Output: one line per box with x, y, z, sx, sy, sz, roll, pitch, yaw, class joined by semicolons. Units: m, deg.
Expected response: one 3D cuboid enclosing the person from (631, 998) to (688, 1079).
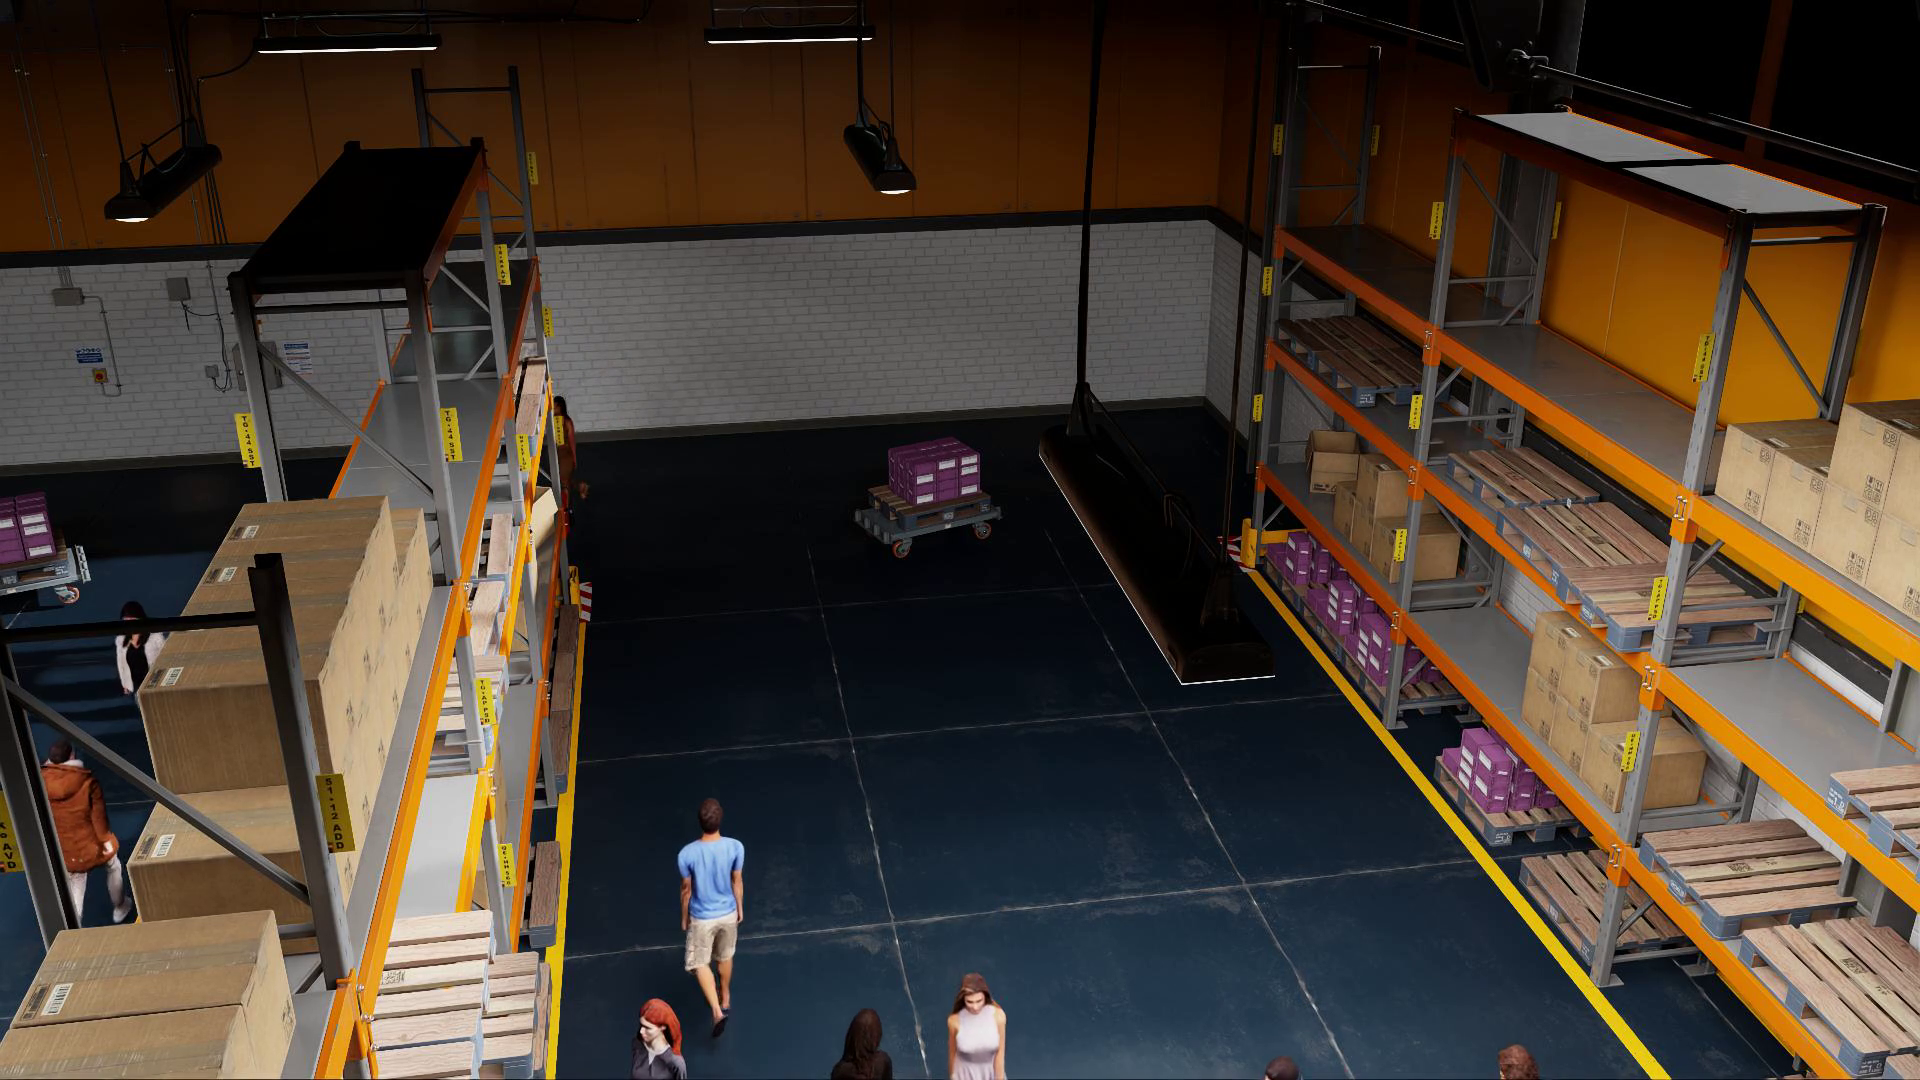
-1.843;3.577;10.285;0.650;1.780;0.700;14;27;29;person

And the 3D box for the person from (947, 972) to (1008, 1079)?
0.099;3.430;10.654;0.624;1.754;0.862;-2;24;-4;person

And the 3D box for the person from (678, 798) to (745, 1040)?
-1.782;2.761;12.074;0.759;1.842;1.042;-8;25;-18;person

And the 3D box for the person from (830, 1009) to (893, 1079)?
-0.563;3.699;10.246;0.874;1.588;1.161;-14;27;-29;person

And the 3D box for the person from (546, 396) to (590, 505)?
-4.961;-1.032;20.971;0.919;1.666;1.097;9;25;21;person

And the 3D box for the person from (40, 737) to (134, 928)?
-6.863;2.404;12.937;0.718;1.805;1.099;-3;24;-8;person

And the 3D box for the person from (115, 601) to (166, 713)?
-7.644;1.296;15.704;0.658;1.619;0.985;-3;24;-6;person
